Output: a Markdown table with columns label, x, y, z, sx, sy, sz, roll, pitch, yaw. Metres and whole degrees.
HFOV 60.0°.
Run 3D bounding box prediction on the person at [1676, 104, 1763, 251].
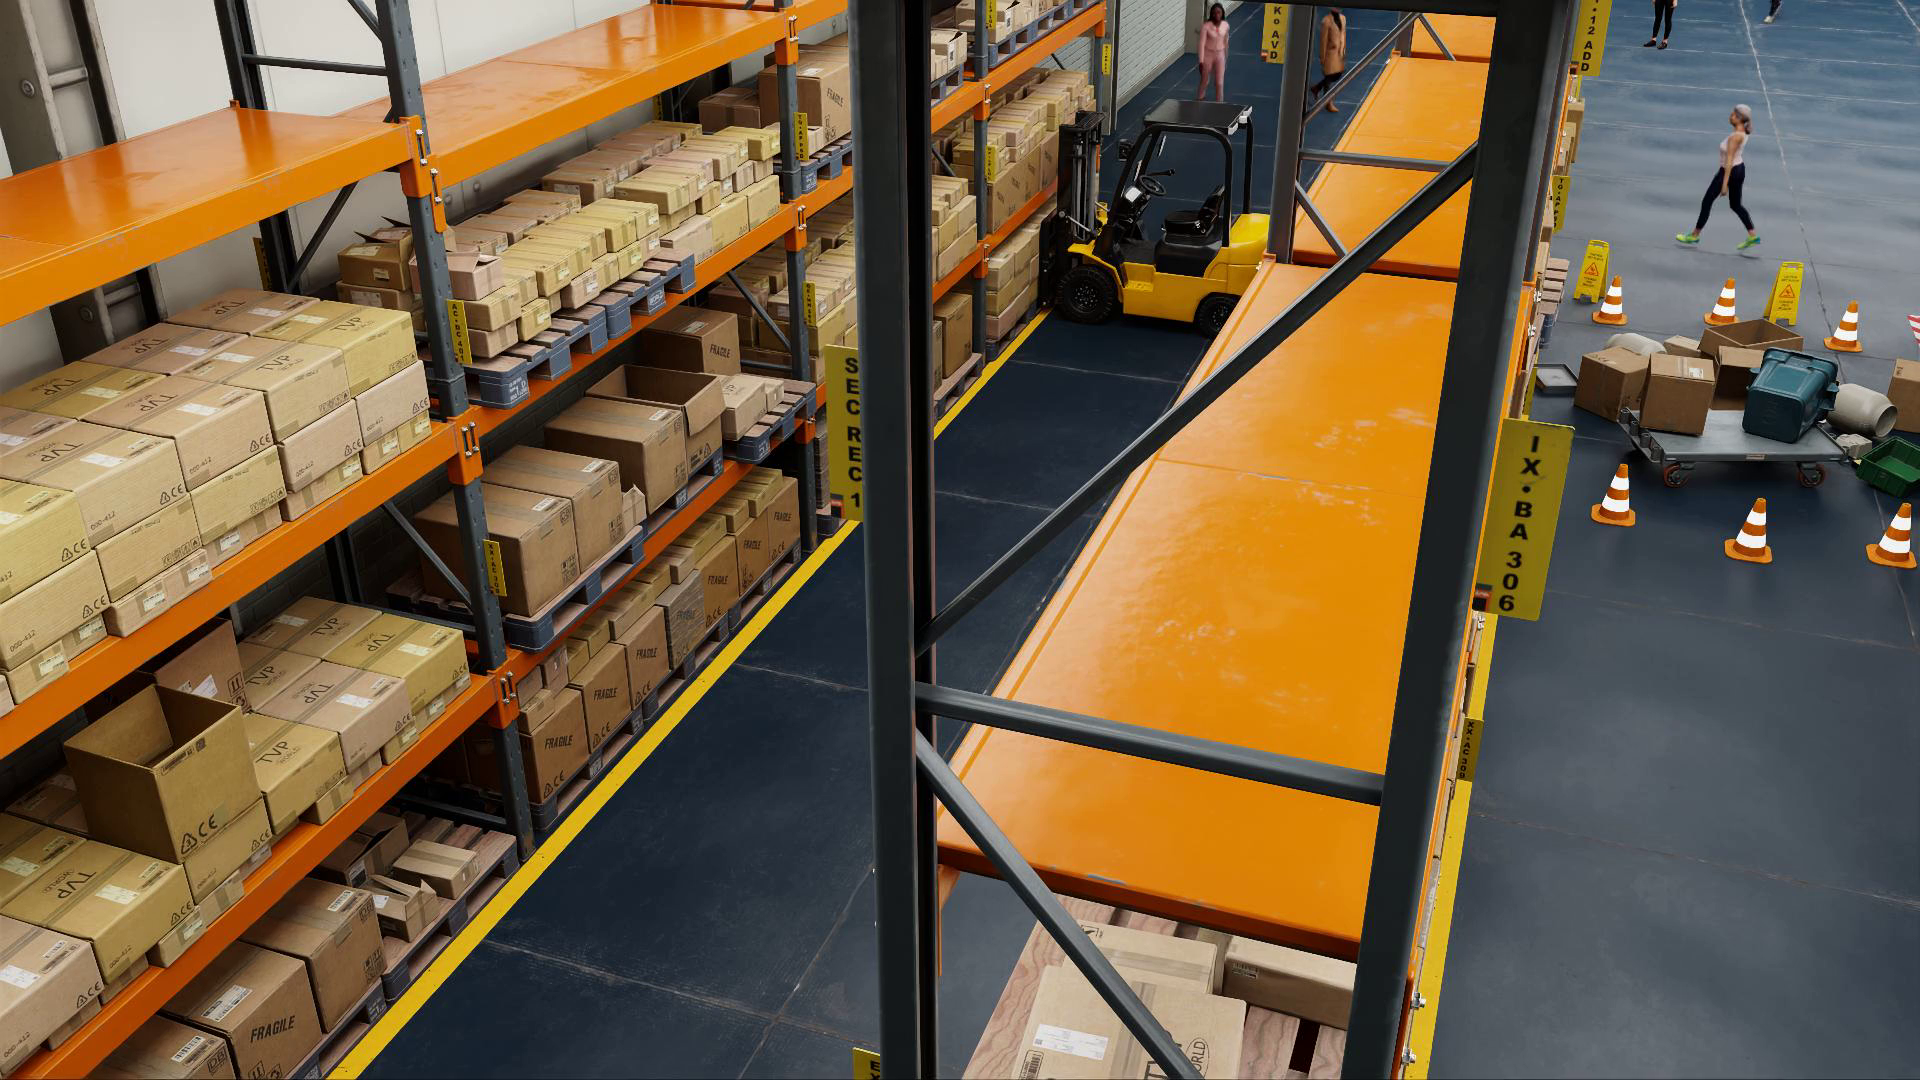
| label | x | y | z | sx | sy | sz | roll | pitch | yaw |
| --- | --- | --- | --- | --- | --- | --- | --- | --- | --- |
| person | 8.967 | -4.144 | 19.172 | 0.964 | 1.670 | 1.178 | 22 | 35 | 35 |

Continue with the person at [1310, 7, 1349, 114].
| label | x | y | z | sx | sy | sz | roll | pitch | yaw |
| --- | --- | --- | --- | --- | --- | --- | --- | --- | --- |
| person | 5.600 | -7.402 | 25.242 | 0.958 | 1.715 | 0.961 | -21 | 35 | -34 |

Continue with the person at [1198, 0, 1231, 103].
| label | x | y | z | sx | sy | sz | roll | pitch | yaw |
| --- | --- | --- | --- | --- | --- | --- | --- | --- | --- |
| person | 3.737 | -7.125 | 24.773 | 1.028 | 1.667 | 1.254 | -7 | 29 | -13 |

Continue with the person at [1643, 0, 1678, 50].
| label | x | y | z | sx | sy | sz | roll | pitch | yaw |
| --- | --- | --- | --- | --- | --- | --- | --- | --- | --- |
| person | 12.467 | -9.558 | 29.300 | 0.709 | 1.705 | 0.684 | -18 | 33 | -30 |
